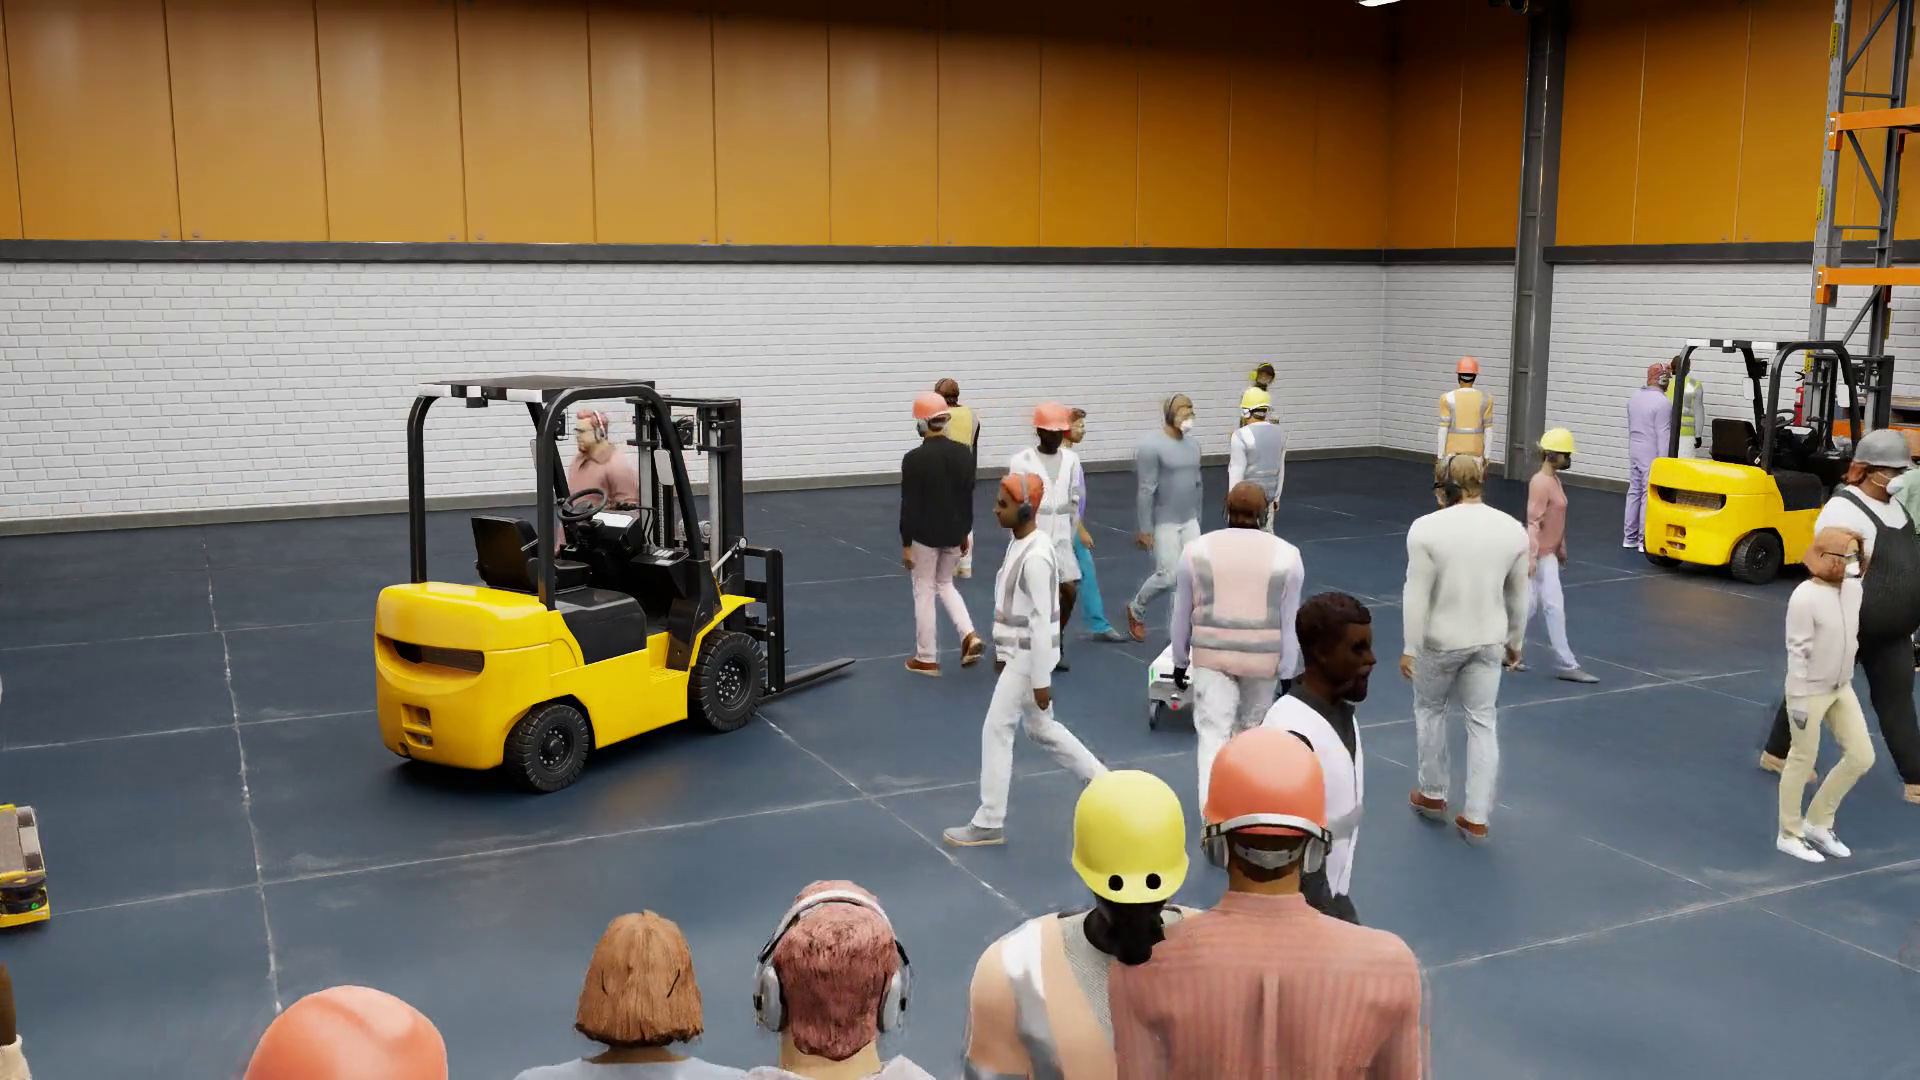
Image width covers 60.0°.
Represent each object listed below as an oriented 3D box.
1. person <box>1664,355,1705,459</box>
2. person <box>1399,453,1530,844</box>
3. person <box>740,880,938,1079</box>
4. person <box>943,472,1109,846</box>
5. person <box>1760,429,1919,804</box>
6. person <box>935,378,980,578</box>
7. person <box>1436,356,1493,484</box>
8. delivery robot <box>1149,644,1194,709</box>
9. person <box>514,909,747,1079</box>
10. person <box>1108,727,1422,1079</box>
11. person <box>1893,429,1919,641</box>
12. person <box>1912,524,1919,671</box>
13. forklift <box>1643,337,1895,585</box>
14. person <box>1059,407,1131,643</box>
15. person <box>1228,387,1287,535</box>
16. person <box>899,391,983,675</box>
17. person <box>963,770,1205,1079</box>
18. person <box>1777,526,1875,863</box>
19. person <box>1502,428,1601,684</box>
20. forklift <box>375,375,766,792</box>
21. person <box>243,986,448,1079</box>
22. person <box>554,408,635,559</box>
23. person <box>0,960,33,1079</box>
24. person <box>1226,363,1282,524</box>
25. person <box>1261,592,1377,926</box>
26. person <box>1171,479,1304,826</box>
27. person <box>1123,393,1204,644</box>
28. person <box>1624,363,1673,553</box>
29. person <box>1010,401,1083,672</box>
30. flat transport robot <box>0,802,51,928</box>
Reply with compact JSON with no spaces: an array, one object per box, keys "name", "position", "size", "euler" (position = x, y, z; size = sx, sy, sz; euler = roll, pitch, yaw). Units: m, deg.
[{"name":"person","position":[8.359,-1.238,19.395],"size":[0.625,1.841,0.429],"euler":[9,12,43]},{"name":"person","position":[2.493,0.510,8.341],"size":[0.680,1.898,0.792],"euler":[-1,9,-5]},{"name":"person","position":[-0.211,1.473,2.572],"size":[0.649,1.873,0.974],"euler":[-3,10,-17]},{"name":"person","position":[0.396,0.579,8.105],"size":[0.886,1.854,0.581],"euler":[0,9,0]},{"name":"person","position":[4.806,0.361,8.842],"size":[0.698,2.000,1.040],"euler":[-6,11,-32]},{"name":"person","position":[-0.113,-0.546,15.089],"size":[0.634,1.841,0.429],"euler":[-8,12,-42]},{"name":"person","position":[5.149,-0.905,17.023],"size":[0.551,1.934,0.373],"euler":[1,9,4]},{"name":"delivery robot","position":[1.411,0.805,10.395],"size":[0.477,0.478,0.707],"euler":[3,10,19]},{"name":"person","position":[-0.617,1.501,3.191],"size":[0.495,1.581,0.885],"euler":[-2,9,-12]},{"name":"person","position":[0.591,1.321,3.223],"size":[0.642,1.940,1.045],"euler":[0,9,3]},{"name":"person","position":[7.025,-0.010,12.407],"size":[0.499,1.633,0.286],"euler":[-8,12,-41]},{"name":"person","position":[6.981,-0.006,11.597],"size":[0.975,1.898,0.594],"euler":[2,9,12]},{"name":"forklift","position":[7.551,-0.789,15.507],"size":[2.313,2.155,1.214],"euler":[-4,10,-25]},{"name":"person","position":[0.772,-0.092,12.475],"size":[0.954,1.806,0.572],"euler":[2,9,14]},{"name":"person","position":[2.467,-0.369,14.018],"size":[0.600,1.831,0.404],"euler":[-6,11,-33]},{"name":"person","position":[-0.150,-0.029,11.433],"size":[0.634,1.983,0.539],"euler":[-8,12,-41]},{"name":"person","position":[0.287,1.316,3.412],"size":[0.600,1.893,0.821],"euler":[-1,9,-7]},{"name":"person","position":[4.086,0.734,7.826],"size":[0.532,1.617,0.421],"euler":[-5,10,-27]},{"name":"person","position":[4.059,0.092,11.457],"size":[0.746,1.733,0.544],"euler":[5,10,28]},{"name":"forklift","position":[-2.268,0.149,9.685],"size":[1.214,2.155,2.313],"euler":[6,11,32]},{"name":"person","position":[-0.824,1.490,2.241],"size":[0.503,1.904,0.593],"euler":[8,12,40]},{"name":"person","position":[-2.513,0.051,11.293],"size":[0.583,1.900,0.657],"euler":[-8,12,-39]},{"name":"person","position":[-3.380,0.934,5.374],"size":[0.631,2.035,0.494],"euler":[4,10,23]},{"name":"person","position":[3.170,-1.009,18.012],"size":[0.704,1.829,0.421],"euler":[9,13,44]},{"name":"person","position":[1.088,1.075,4.972],"size":[1.034,1.860,0.604],"euler":[5,10,28]},{"name":"person","position":[1.341,0.609,8.111],"size":[0.632,1.810,0.924],"euler":[1,9,9]},{"name":"person","position":[1.528,-0.118,12.184],"size":[0.651,1.919,0.582],"euler":[-8,12,-41]},{"name":"person","position":[6.906,-0.817,16.601],"size":[0.400,1.900,0.645],"euler":[-1,9,-7]},{"name":"person","position":[0.594,-0.003,11.496],"size":[0.558,1.920,0.447],"euler":[-3,10,-21]},{"name":"flat transport robot","position":[-4.519,1.462,7.488],"size":[0.652,0.197,1.431],"euler":[-6,11,-31]}]
